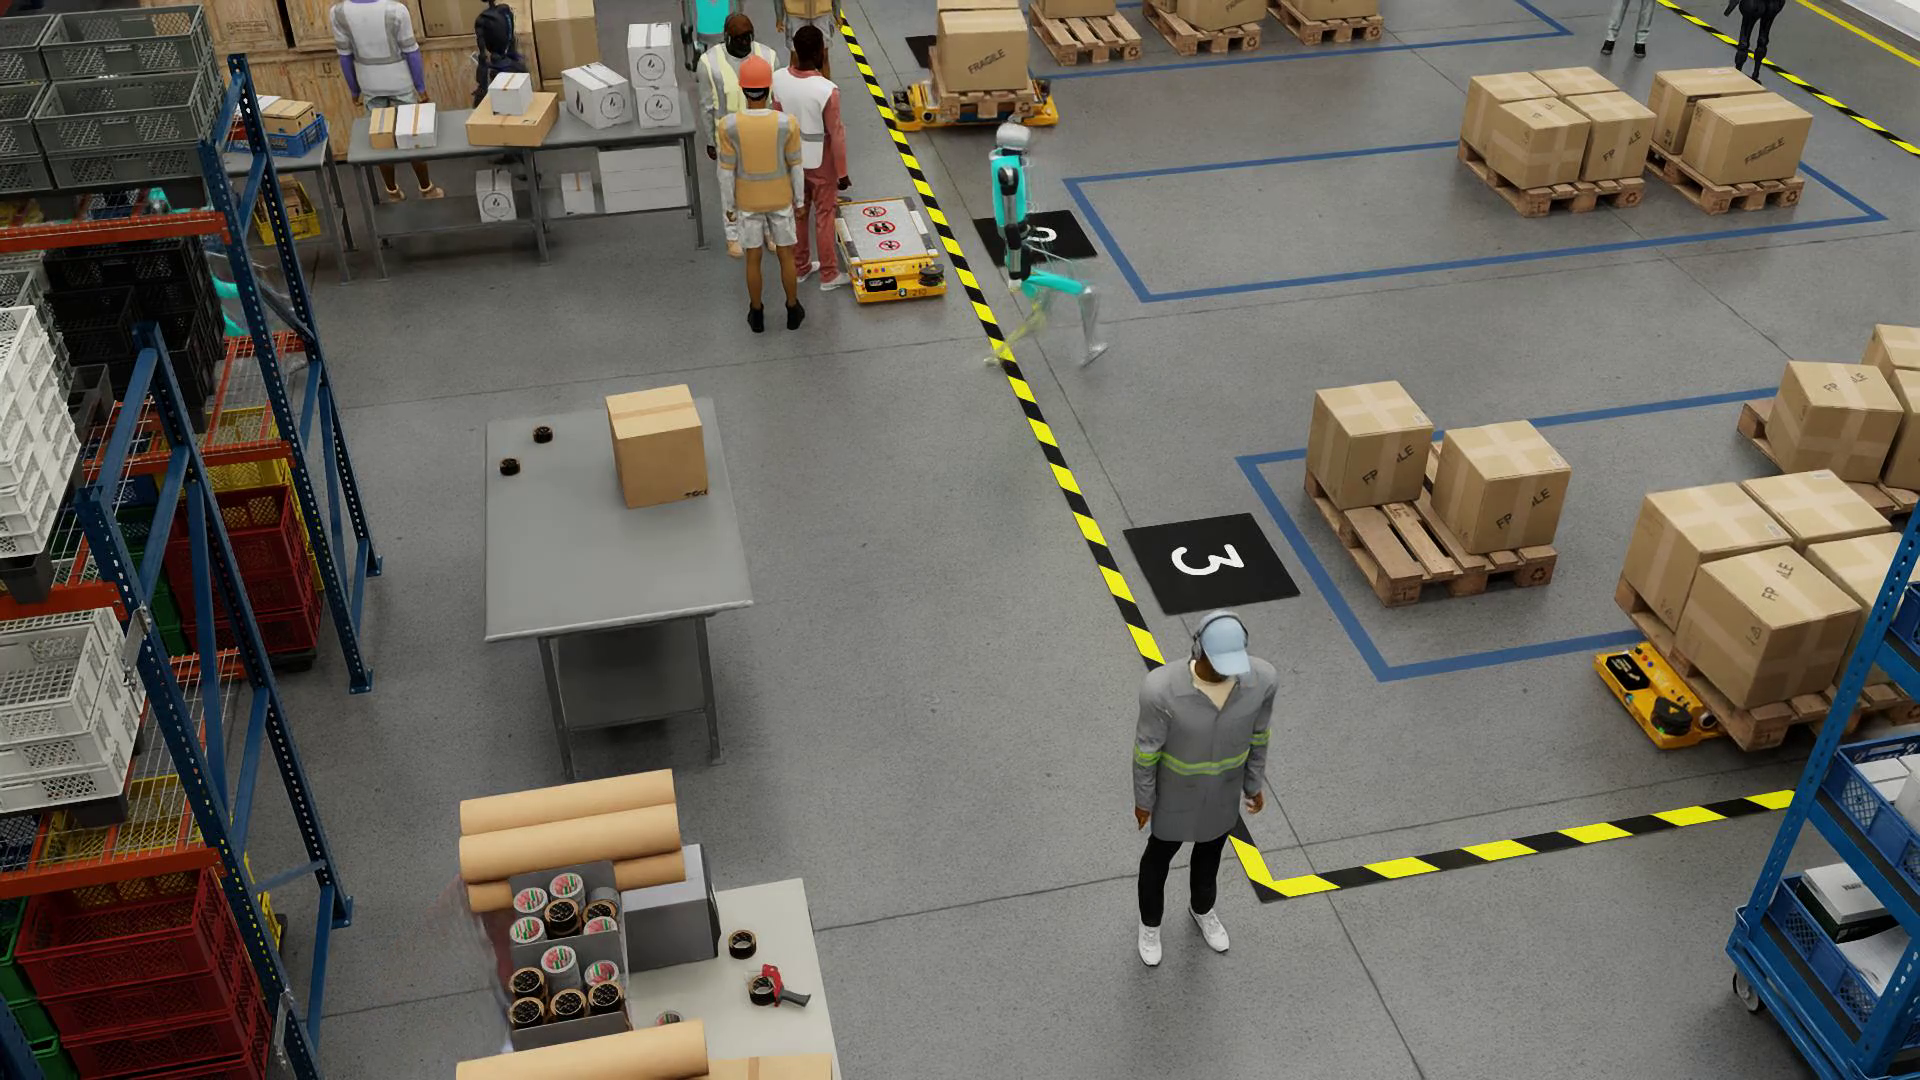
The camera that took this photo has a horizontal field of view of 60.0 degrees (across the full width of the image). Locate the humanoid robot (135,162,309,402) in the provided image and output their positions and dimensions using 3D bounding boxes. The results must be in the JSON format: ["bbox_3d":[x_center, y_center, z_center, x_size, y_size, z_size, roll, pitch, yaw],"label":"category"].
[{"bbox_3d":[-4.626,-1.653,10.596,1.034,1.773,0.549,-12,38,-16],"label":"humanoid robot"}]

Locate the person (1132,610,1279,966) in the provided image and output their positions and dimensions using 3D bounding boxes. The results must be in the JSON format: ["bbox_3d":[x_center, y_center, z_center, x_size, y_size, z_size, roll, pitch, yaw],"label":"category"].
[{"bbox_3d":[0.990,1.023,6.853,0.586,1.852,0.382,-8,37,-10],"label":"person"}]

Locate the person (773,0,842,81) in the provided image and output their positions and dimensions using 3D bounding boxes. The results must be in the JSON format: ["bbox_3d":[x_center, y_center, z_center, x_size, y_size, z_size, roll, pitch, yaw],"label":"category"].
[{"bbox_3d":[-1.283,-4.511,14.134,0.606,2.041,0.374,-8,37,-11],"label":"person"}]

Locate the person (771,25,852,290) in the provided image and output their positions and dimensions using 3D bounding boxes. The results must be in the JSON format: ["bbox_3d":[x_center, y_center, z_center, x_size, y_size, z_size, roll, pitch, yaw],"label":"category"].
[{"bbox_3d":[-1.047,-2.687,11.783,0.595,1.917,0.381,23,42,28],"label":"person"}]

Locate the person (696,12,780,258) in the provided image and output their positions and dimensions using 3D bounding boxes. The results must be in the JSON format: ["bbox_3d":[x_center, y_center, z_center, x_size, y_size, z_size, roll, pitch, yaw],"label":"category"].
[{"bbox_3d":[-1.579,-2.971,12.239,0.622,1.837,0.429,-11,38,-14],"label":"person"}]

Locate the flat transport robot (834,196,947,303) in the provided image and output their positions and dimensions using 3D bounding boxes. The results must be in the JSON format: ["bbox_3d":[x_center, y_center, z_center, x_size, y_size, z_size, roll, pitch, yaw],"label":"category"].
[{"bbox_3d":[-0.570,-2.220,12.538,0.659,0.231,1.431,-8,37,-10],"label":"flat transport robot"}]

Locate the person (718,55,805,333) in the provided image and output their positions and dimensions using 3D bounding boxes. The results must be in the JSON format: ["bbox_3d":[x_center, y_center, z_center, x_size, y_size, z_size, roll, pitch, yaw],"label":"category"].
[{"bbox_3d":[-1.328,-2.327,11.286,0.550,1.933,0.371,-4,37,-5],"label":"person"}]

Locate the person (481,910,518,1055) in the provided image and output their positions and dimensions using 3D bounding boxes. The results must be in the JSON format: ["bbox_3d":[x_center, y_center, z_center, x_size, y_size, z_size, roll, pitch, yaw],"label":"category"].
[{"bbox_3d":[-1.570,1.642,6.125,0.540,1.725,0.666,14,39,18],"label":"person"}]

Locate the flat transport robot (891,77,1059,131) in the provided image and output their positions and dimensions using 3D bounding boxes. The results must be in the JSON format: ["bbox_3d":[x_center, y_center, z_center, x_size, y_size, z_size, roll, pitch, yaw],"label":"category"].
[{"bbox_3d":[0.124,-3.875,14.738,1.431,0.197,0.652,-4,37,-5],"label":"flat transport robot"}]

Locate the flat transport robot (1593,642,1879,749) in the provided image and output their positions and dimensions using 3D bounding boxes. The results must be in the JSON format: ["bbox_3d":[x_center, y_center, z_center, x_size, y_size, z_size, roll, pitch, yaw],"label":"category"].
[{"bbox_3d":[4.109,0.689,8.604,1.431,0.197,0.652,-8,37,-10],"label":"flat transport robot"}]

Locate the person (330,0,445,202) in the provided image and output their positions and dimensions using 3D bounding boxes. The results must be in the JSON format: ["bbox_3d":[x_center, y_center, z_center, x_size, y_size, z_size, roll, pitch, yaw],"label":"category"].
[{"bbox_3d":[-4.403,-3.503,12.785,0.604,2.034,0.385,-2,37,-2],"label":"person"}]

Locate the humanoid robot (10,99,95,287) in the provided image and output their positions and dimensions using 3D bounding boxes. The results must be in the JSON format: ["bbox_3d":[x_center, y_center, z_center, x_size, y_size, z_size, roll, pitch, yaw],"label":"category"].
[{"bbox_3d":[-6.268,-2.115,11.182,0.966,1.761,0.545,-2,37,-3],"label":"humanoid robot"}]

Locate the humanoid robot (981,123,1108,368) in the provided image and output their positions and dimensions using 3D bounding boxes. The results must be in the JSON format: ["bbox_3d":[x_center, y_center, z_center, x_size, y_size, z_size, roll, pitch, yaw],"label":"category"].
[{"bbox_3d":[0.615,-1.860,10.881,1.049,1.784,0.530,-1,37,-2],"label":"humanoid robot"}]

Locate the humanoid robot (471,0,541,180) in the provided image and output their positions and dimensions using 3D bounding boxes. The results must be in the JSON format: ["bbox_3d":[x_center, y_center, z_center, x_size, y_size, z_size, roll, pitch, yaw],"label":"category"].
[{"bbox_3d":[-3.723,-3.713,13.392,0.599,1.638,0.600,10,38,13],"label":"humanoid robot"}]

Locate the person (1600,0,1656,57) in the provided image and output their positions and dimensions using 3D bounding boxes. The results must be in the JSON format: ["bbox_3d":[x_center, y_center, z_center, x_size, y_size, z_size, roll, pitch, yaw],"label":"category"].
[{"bbox_3d":[6.439,-5.452,15.570,0.600,1.830,0.404,10,38,13],"label":"person"}]

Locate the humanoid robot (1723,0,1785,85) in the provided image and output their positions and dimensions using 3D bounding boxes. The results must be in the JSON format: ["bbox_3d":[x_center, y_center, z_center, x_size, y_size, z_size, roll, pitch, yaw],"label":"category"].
[{"bbox_3d":[7.205,-4.902,14.952,0.599,1.655,0.315,-13,39,-17],"label":"humanoid robot"}]

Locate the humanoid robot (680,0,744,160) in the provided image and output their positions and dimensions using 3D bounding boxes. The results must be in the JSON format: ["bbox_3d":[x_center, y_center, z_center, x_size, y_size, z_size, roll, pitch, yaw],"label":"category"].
[{"bbox_3d":[-2.074,-4.091,13.842,0.540,1.782,0.918,-9,38,-12],"label":"humanoid robot"}]
